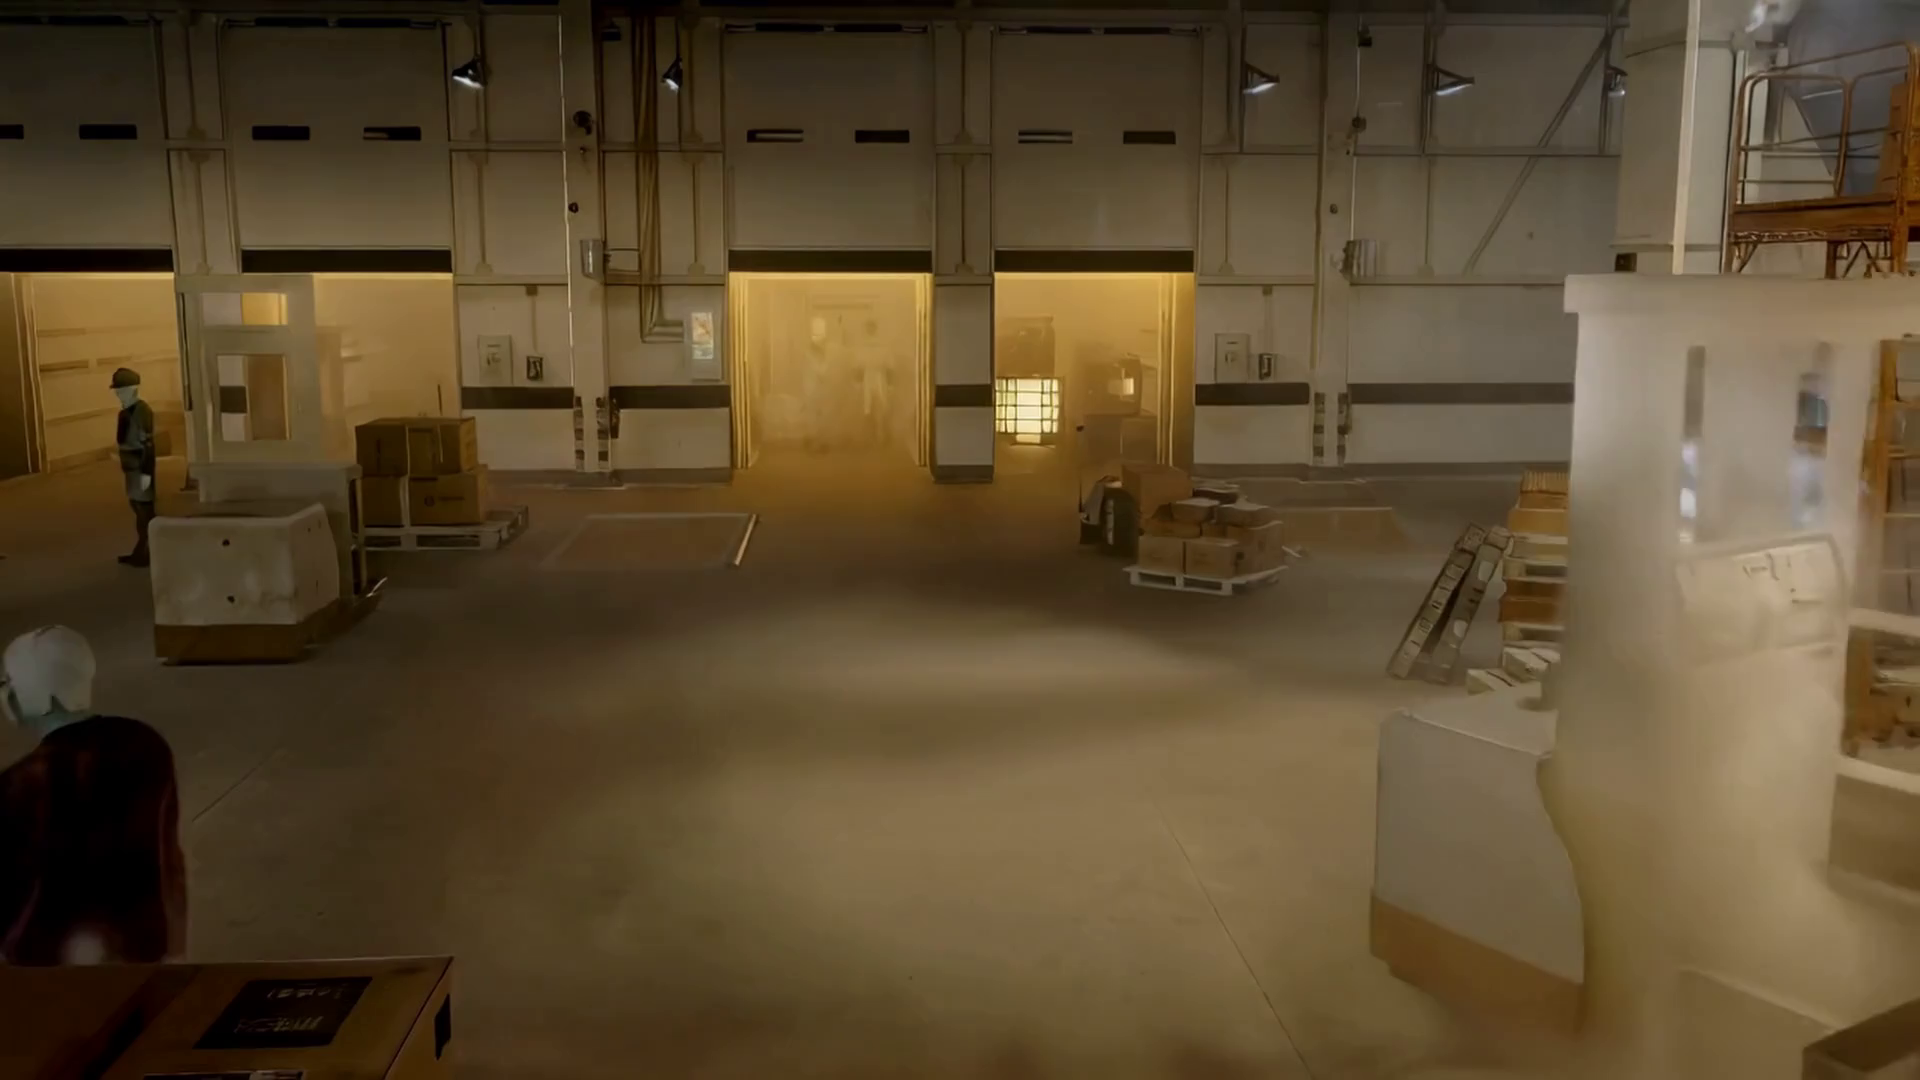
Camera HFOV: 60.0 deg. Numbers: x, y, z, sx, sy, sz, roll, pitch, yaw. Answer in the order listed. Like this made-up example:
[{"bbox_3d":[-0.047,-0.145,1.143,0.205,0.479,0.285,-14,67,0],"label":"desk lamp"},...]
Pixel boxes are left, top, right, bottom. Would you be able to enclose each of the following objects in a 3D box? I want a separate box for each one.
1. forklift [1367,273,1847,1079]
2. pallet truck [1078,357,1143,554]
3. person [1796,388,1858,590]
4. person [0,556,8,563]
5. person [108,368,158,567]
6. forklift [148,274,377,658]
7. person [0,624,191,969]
[{"bbox_3d":[2.558,0.426,6.072,1.129,2.768,1.873,-6,11,-32],"label":"forklift"},{"bbox_3d":[2.088,-0.836,16.757,1.885,1.965,0.823,2,9,13],"label":"pallet truck"},{"bbox_3d":[7.232,-0.353,13.930,0.460,1.928,0.655,5,10,30],"label":"person"},{"bbox_3d":[-9.833,-0.572,16.154,0.836,1.663,0.531,1,9,4],"label":"person"},{"bbox_3d":[-8.012,-0.703,16.143,0.542,1.929,0.368,8,12,42],"label":"person"},{"bbox_3d":[-5.348,-0.627,12.681,1.129,2.768,1.873,-1,9,-4],"label":"forklift"},{"bbox_3d":[-2.453,1.165,4.510,0.986,1.889,0.653,1,9,6],"label":"person"}]
